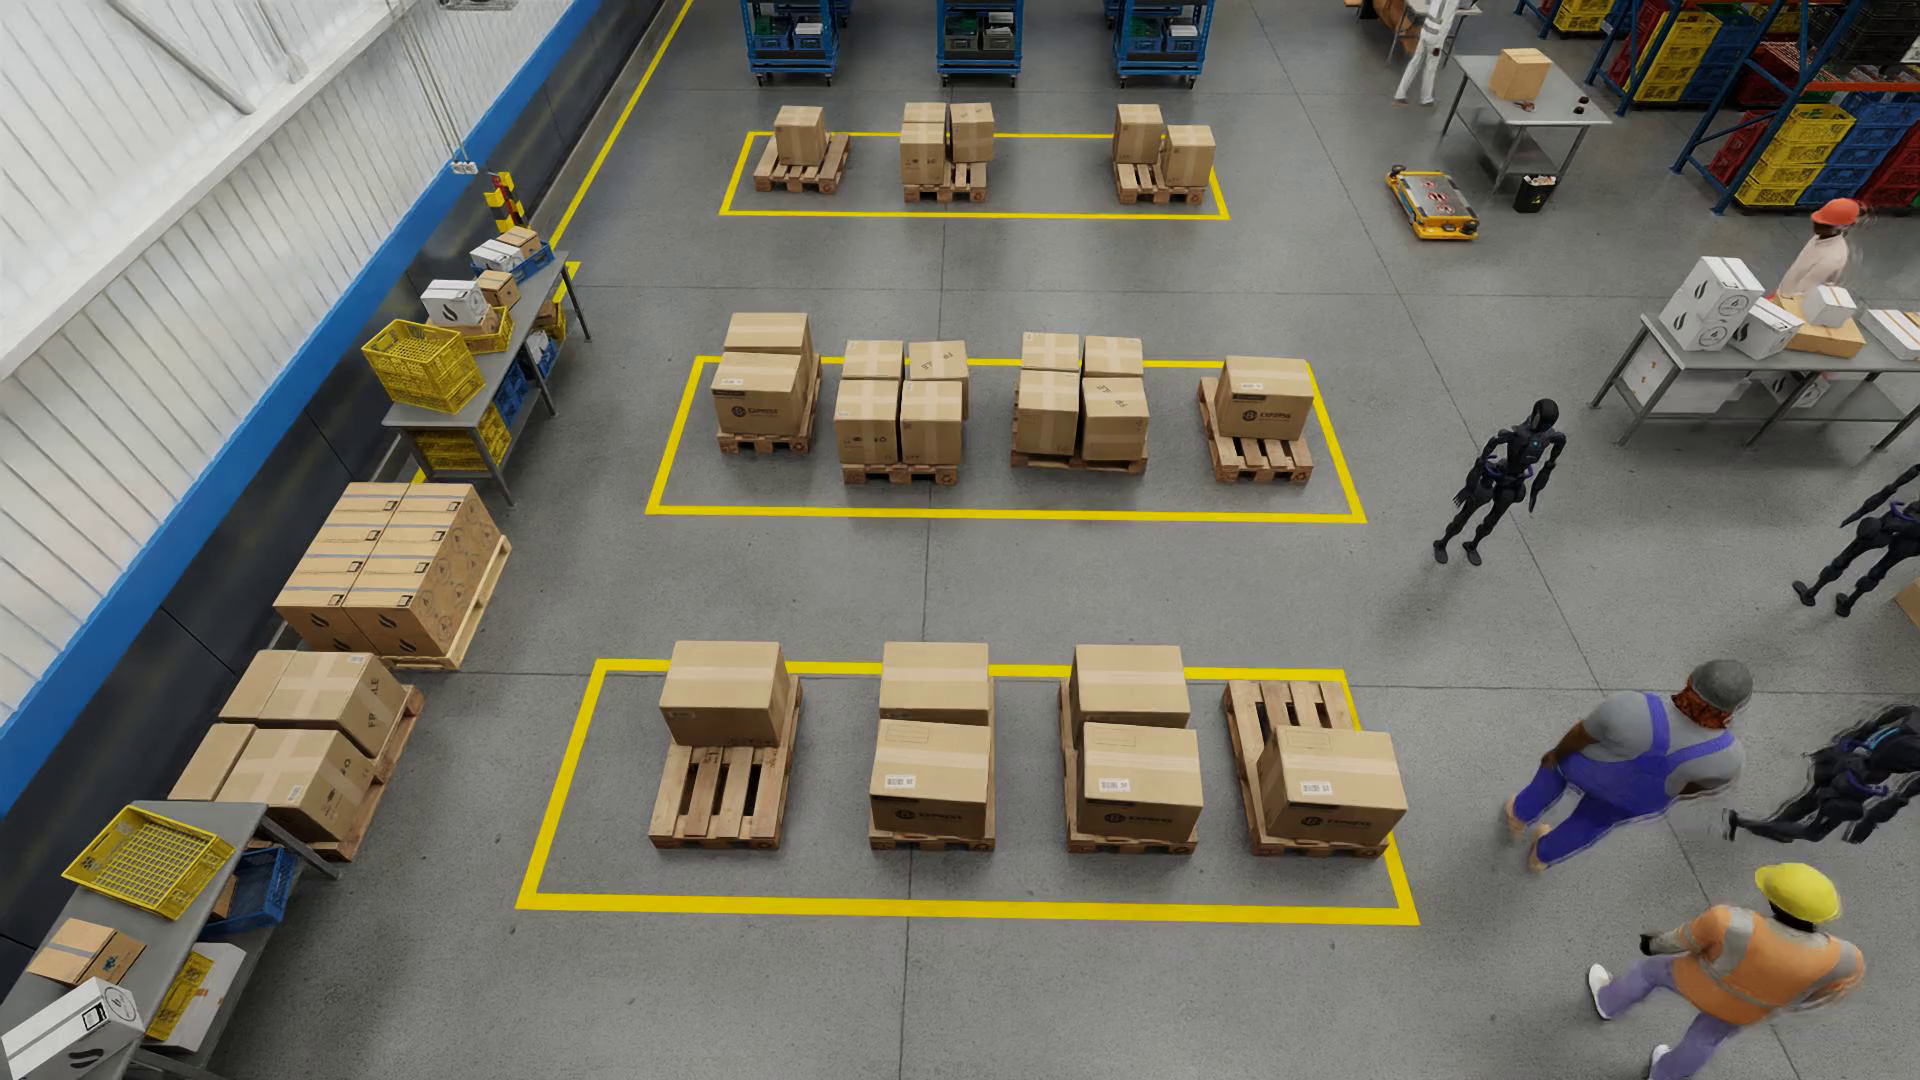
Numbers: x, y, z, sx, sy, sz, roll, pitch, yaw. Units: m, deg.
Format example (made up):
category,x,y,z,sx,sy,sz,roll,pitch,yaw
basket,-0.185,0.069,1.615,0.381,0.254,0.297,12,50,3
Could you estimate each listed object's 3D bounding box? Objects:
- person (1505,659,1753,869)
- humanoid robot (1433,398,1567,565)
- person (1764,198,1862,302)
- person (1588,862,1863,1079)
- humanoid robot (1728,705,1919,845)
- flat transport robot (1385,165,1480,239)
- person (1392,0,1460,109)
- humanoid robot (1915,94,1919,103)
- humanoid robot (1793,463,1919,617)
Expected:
category,x,y,z,sx,sy,sz,roll,pitch,yaw
person,3.799,1.276,5.258,0.699,2.000,0.614,28,55,22
humanoid robot,4.109,-0.405,6.951,0.566,1.652,0.328,4,49,3
person,7.700,-2.179,8.339,1.062,1.912,0.585,11,50,9
person,3.776,2.189,4.574,0.625,1.877,0.639,21,52,18
humanoid robot,5.170,1.407,5.382,0.447,1.651,0.589,18,51,15
flat transport robot,5.692,-4.094,11.059,0.652,0.197,1.431,1,49,1
person,6.445,-6.791,12.360,0.558,1.879,0.587,-5,49,-5
humanoid robot,12.272,-5.533,11.406,0.672,1.635,0.569,-4,49,-4
humanoid robot,6.880,-0.091,6.675,0.570,1.650,0.349,21,52,17
